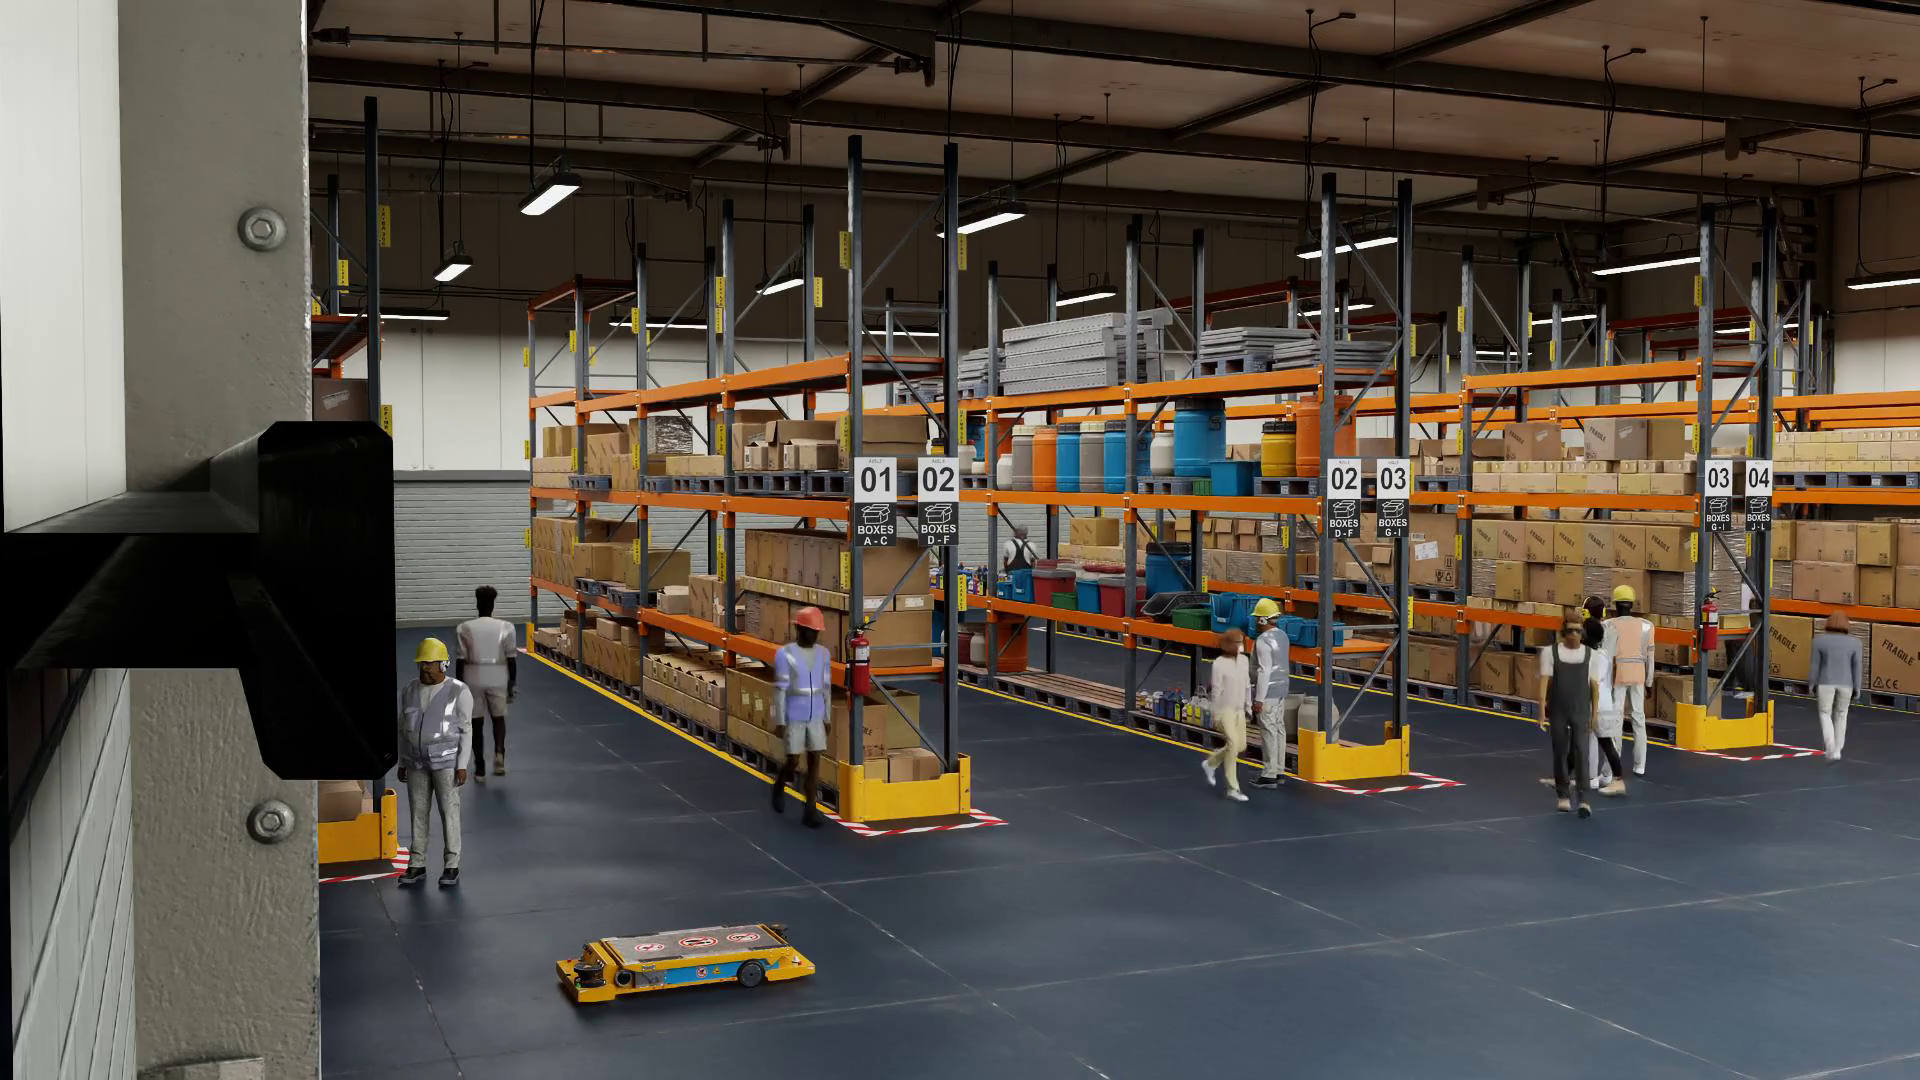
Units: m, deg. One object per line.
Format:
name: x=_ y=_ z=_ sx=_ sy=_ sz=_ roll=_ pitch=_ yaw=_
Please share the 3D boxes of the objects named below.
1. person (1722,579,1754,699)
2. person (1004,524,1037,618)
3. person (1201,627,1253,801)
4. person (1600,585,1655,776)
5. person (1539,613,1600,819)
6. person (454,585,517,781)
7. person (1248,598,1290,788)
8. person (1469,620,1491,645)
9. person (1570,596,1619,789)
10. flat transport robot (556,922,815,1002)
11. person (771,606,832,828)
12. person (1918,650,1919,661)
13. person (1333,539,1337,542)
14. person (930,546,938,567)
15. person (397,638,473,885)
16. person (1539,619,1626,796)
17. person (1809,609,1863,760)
person: x=10.548 y=1.202 z=24.413 sx=0.610 sy=1.921 sz=0.660 roll=-1 pitch=2 yaw=-27
person: x=1.237 y=0.655 z=37.017 sx=0.686 sy=2.000 sz=0.975 roll=0 pitch=2 yaw=7
person: x=2.510 y=1.613 z=16.876 sx=0.510 sy=1.612 sz=0.588 roll=-2 pitch=3 yaw=-43
person: x=6.700 y=1.415 z=18.079 sx=0.584 sy=1.928 sz=0.372 roll=0 pitch=2 yaw=3
person: x=5.424 y=1.559 z=15.947 sx=0.521 sy=1.795 sz=0.938 roll=1 pitch=2 yaw=17
person: x=-4.704 y=1.420 z=17.772 sx=0.606 sy=1.951 sz=0.467 roll=-1 pitch=2 yaw=-18
person: x=2.997 y=1.485 z=17.465 sx=0.404 sy=1.833 sz=0.591 roll=1 pitch=3 yaw=31
person: x=7.880 y=1.035 z=27.280 sx=0.634 sy=1.979 sz=0.554 roll=-1 pitch=3 yaw=-33
person: x=6.167 y=1.473 z=17.426 sx=0.521 sy=1.865 sz=0.327 roll=-1 pitch=2 yaw=-27
flat transport robot: x=-1.658 y=2.531 z=10.816 sx=1.431 sy=0.197 sz=0.652 roll=-1 pitch=2 yaw=-23
person: x=-1.396 y=1.521 z=15.625 sx=0.553 sy=1.911 sz=0.617 roll=-1 pitch=3 yaw=-33
person: x=11.640 y=1.313 z=21.398 sx=0.530 sy=1.867 sz=0.601 roll=1 pitch=2 yaw=14
person: x=7.004 y=0.797 z=33.459 sx=0.635 sy=1.983 sz=0.539 roll=-1 pitch=2 yaw=-27
person: x=-0.459 y=0.682 z=38.507 sx=0.403 sy=1.827 sz=0.588 roll=0 pitch=2 yaw=2
person: x=-3.935 y=1.643 z=13.357 sx=0.588 sy=1.833 sz=0.404 roll=0 pitch=2 yaw=9
person: x=5.942 y=1.589 z=16.986 sx=0.770 sy=1.657 sz=0.544 roll=0 pitch=2 yaw=3
person: x=9.250 y=1.538 z=18.916 sx=0.509 sy=1.610 sz=0.629 roll=1 pitch=2 yaw=20
